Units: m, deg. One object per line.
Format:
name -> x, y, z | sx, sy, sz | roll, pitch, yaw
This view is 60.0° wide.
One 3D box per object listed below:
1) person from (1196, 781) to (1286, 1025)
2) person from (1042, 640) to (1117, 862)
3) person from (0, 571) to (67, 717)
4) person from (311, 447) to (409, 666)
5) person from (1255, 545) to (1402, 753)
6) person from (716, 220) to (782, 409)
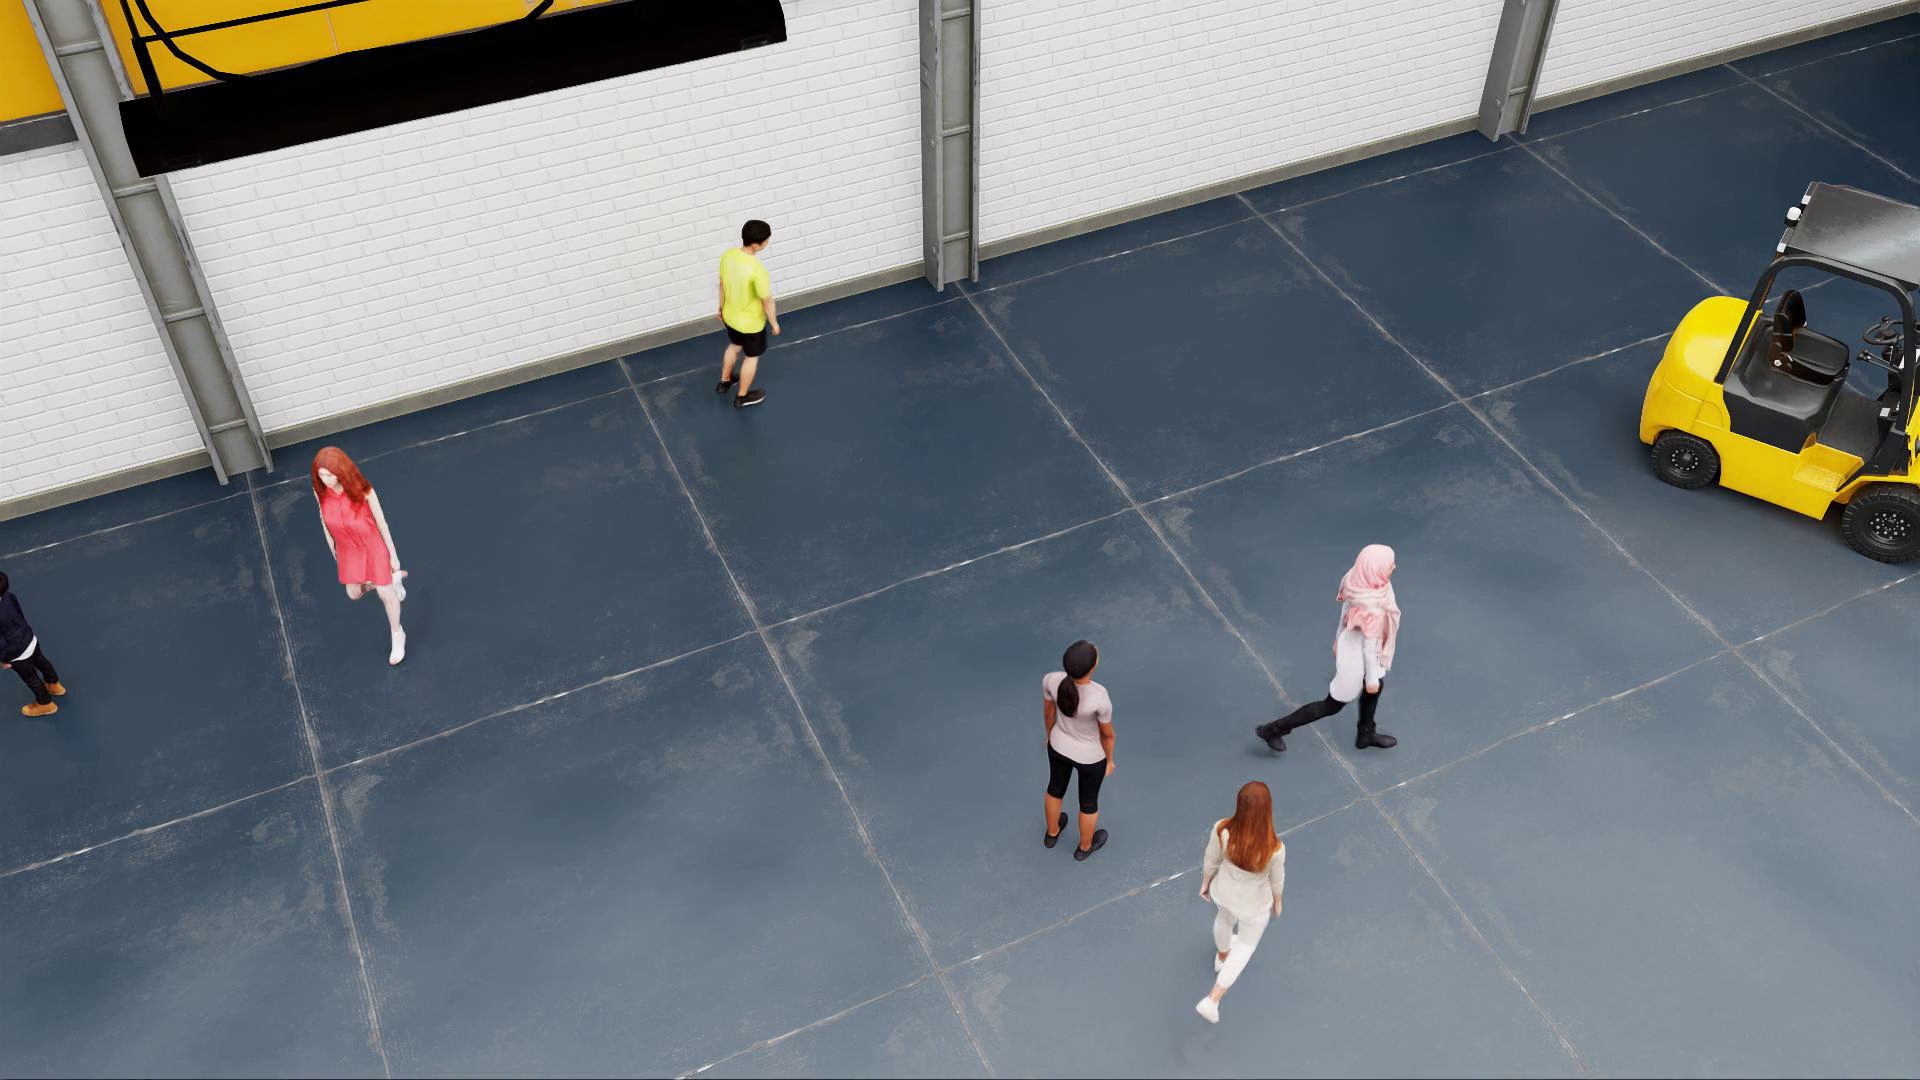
person -> 1.480, 1.970, 8.937 | 0.881, 1.686, 1.033 | 24, 49, 23
person -> 0.676, 1.223, 9.677 | 0.693, 1.747, 0.712 | 23, 48, 22
person -> -6.062, 0.637, 10.670 | 0.618, 1.225, 0.584 | 0, 44, 0
person -> -3.855, 0.018, 10.894 | 0.886, 1.813, 0.888 | 4, 44, 4
person -> 2.325, 0.739, 10.169 | 1.245, 1.769, 0.997 | 3, 44, 3
person -> -1.699, -1.714, 12.818 | 0.826, 1.667, 0.786 | 19, 47, 19
